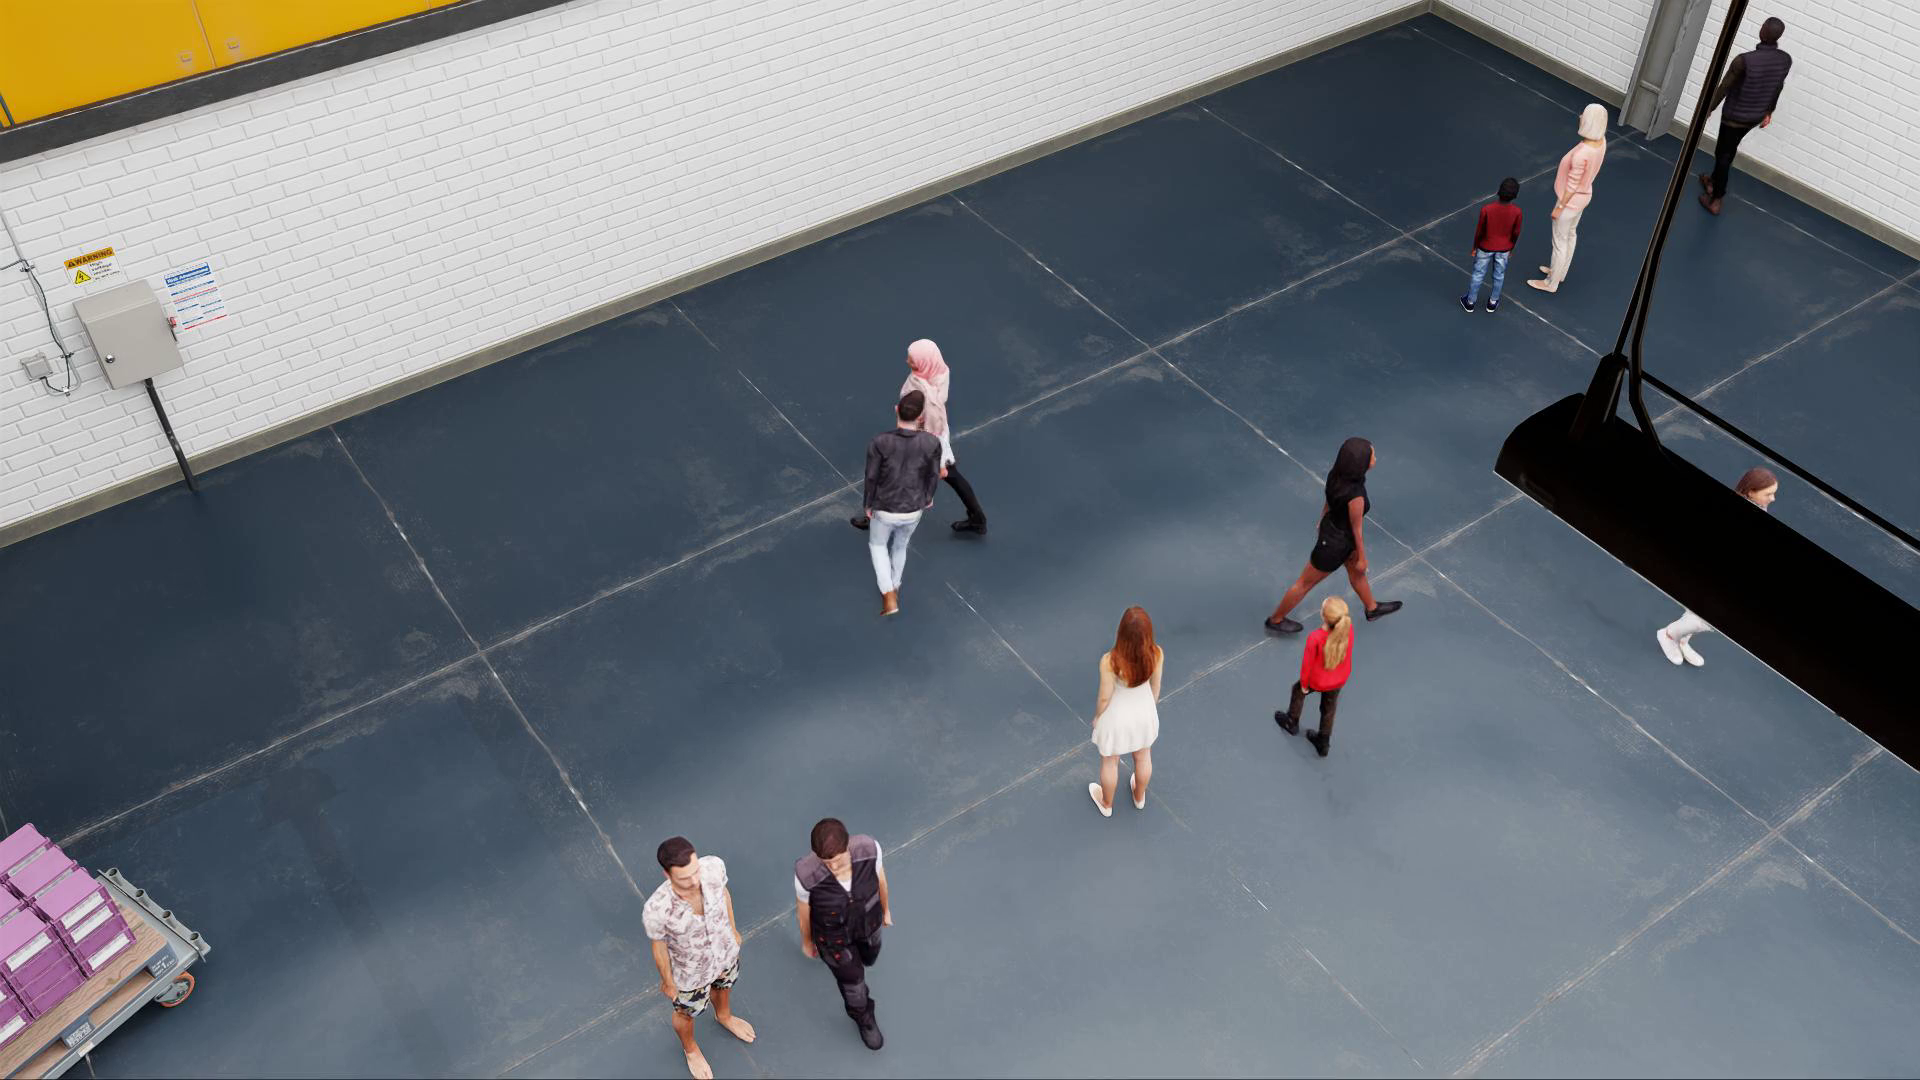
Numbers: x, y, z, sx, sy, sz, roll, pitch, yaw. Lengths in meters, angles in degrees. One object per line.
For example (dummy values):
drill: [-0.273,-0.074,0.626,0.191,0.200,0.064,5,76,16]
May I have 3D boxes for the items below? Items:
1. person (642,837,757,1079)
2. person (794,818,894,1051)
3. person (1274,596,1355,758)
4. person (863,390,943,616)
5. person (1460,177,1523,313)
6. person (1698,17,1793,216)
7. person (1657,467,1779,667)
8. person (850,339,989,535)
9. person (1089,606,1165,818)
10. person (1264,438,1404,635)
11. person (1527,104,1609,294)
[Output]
person: [-1.373,2.123,8.633,0.639,1.816,0.709,32,52,29]
person: [-0.651,1.963,8.802,0.712,1.815,1.016,-23,48,-22]
person: [2.292,0.883,10.331,0.606,1.269,0.715,-11,45,-11]
person: [-0.385,-0.177,11.050,0.847,1.813,0.918,-13,45,-13]
person: [4.448,-2.454,13.844,0.582,1.255,0.634,5,44,5]
person: [6.974,-3.740,14.781,0.877,1.824,0.950,-8,44,-8]
person: [4.874,0.145,10.811,0.629,1.677,0.612,-30,51,-28]
person: [-0.118,-0.647,11.599,1.213,1.735,1.248,3,44,3]
person: [0.994,1.023,9.863,0.626,1.712,0.635,-10,44,-10]
person: [2.374,0.041,10.915,1.102,1.682,1.190,-2,44,-2]
person: [5.139,-2.865,13.935,0.614,1.725,0.657,29,51,27]
